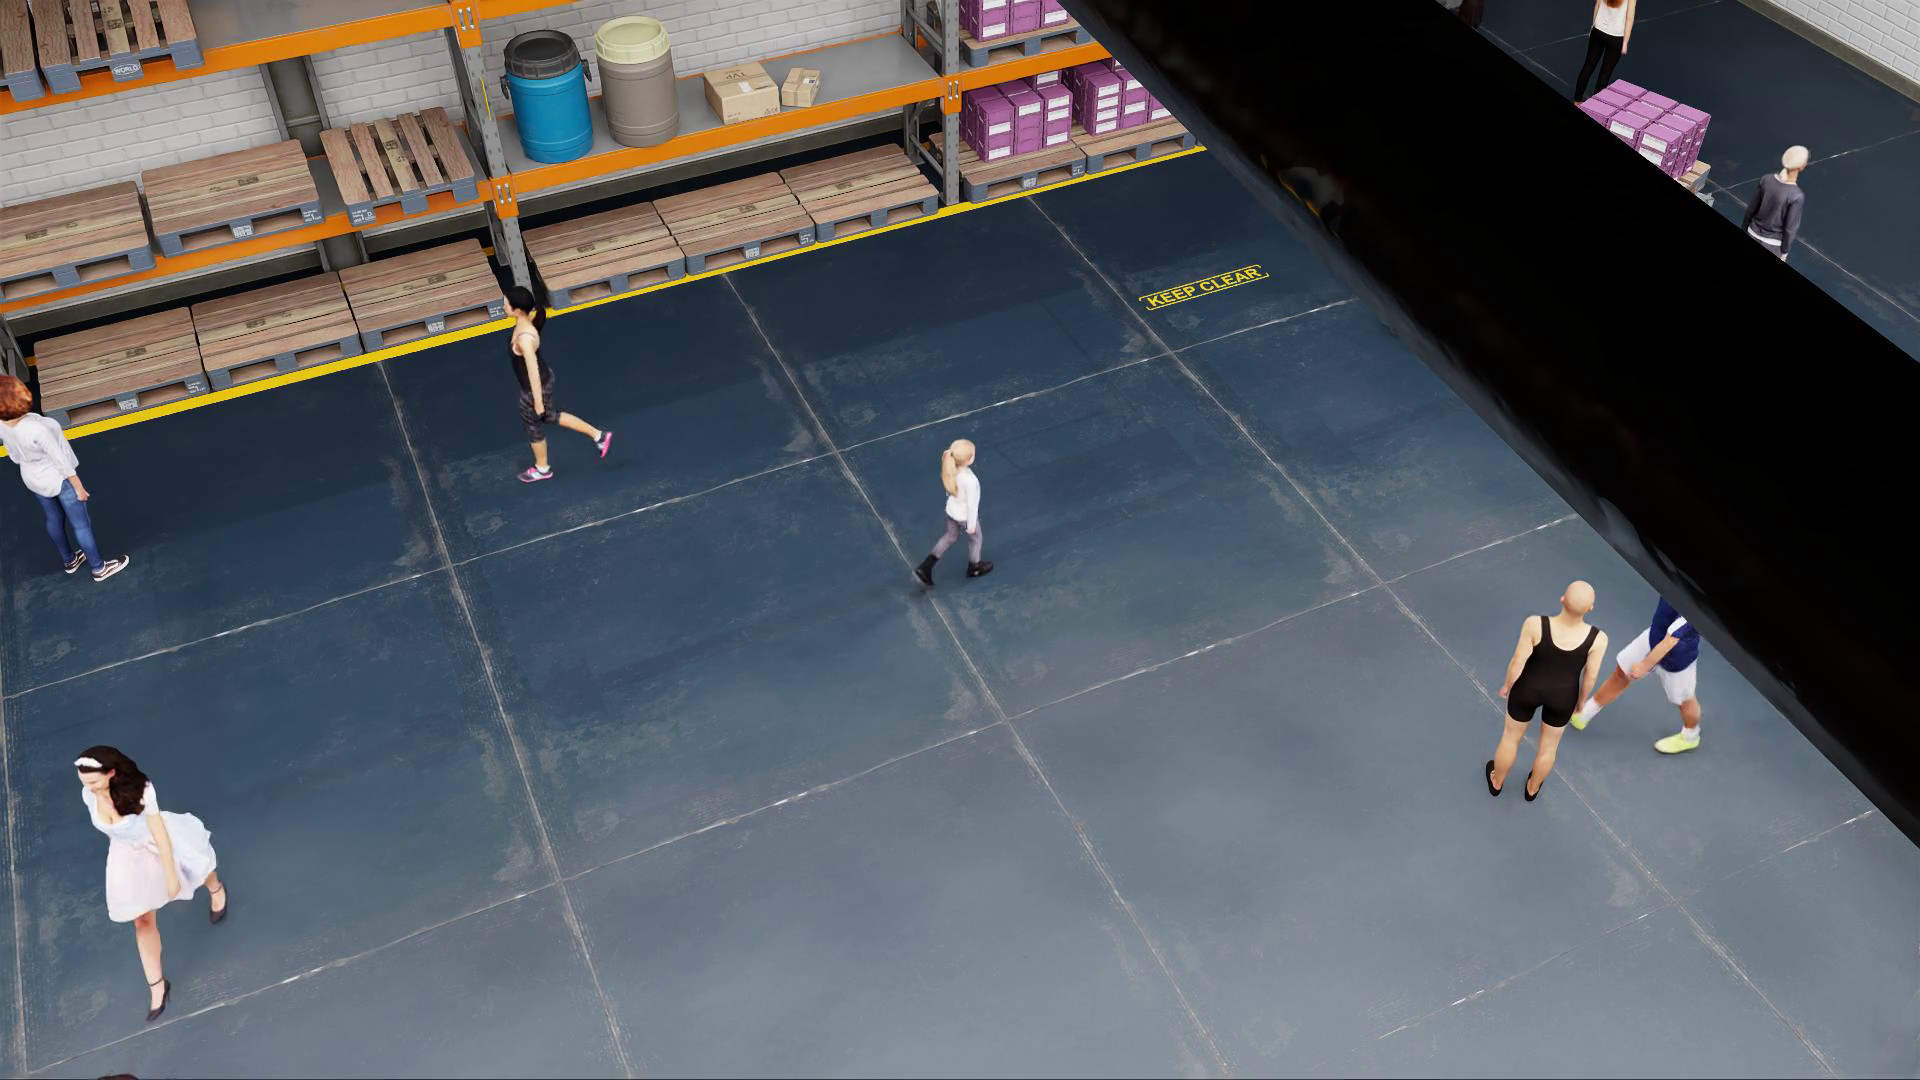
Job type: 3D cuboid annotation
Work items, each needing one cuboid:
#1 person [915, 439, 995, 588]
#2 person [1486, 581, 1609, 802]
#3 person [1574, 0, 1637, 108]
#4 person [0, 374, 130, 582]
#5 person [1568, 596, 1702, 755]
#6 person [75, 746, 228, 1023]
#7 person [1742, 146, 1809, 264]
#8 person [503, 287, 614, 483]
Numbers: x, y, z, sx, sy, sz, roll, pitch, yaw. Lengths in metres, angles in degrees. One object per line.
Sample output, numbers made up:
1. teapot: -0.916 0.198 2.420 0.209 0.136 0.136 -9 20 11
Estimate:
1. person: -0.044 -0.163 11.460 0.851 1.263 0.576 -25 49 -24
2. person: 3.491 0.915 9.928 0.679 1.816 0.760 11 45 11
3. person: 6.274 -4.892 16.092 0.560 1.722 0.608 -27 50 -25
4. person: -6.265 -0.432 11.417 0.755 1.711 0.810 15 46 15
5. person: 4.445 0.684 10.205 1.286 1.767 1.090 3 44 3
6. person: -4.384 1.679 9.162 1.207 1.765 1.052 0 44 0
7. person: 6.539 -2.433 13.508 0.549 1.725 0.622 -23 48 -22
8. person: -2.994 -1.123 12.145 1.039 1.708 0.747 -7 44 -7
